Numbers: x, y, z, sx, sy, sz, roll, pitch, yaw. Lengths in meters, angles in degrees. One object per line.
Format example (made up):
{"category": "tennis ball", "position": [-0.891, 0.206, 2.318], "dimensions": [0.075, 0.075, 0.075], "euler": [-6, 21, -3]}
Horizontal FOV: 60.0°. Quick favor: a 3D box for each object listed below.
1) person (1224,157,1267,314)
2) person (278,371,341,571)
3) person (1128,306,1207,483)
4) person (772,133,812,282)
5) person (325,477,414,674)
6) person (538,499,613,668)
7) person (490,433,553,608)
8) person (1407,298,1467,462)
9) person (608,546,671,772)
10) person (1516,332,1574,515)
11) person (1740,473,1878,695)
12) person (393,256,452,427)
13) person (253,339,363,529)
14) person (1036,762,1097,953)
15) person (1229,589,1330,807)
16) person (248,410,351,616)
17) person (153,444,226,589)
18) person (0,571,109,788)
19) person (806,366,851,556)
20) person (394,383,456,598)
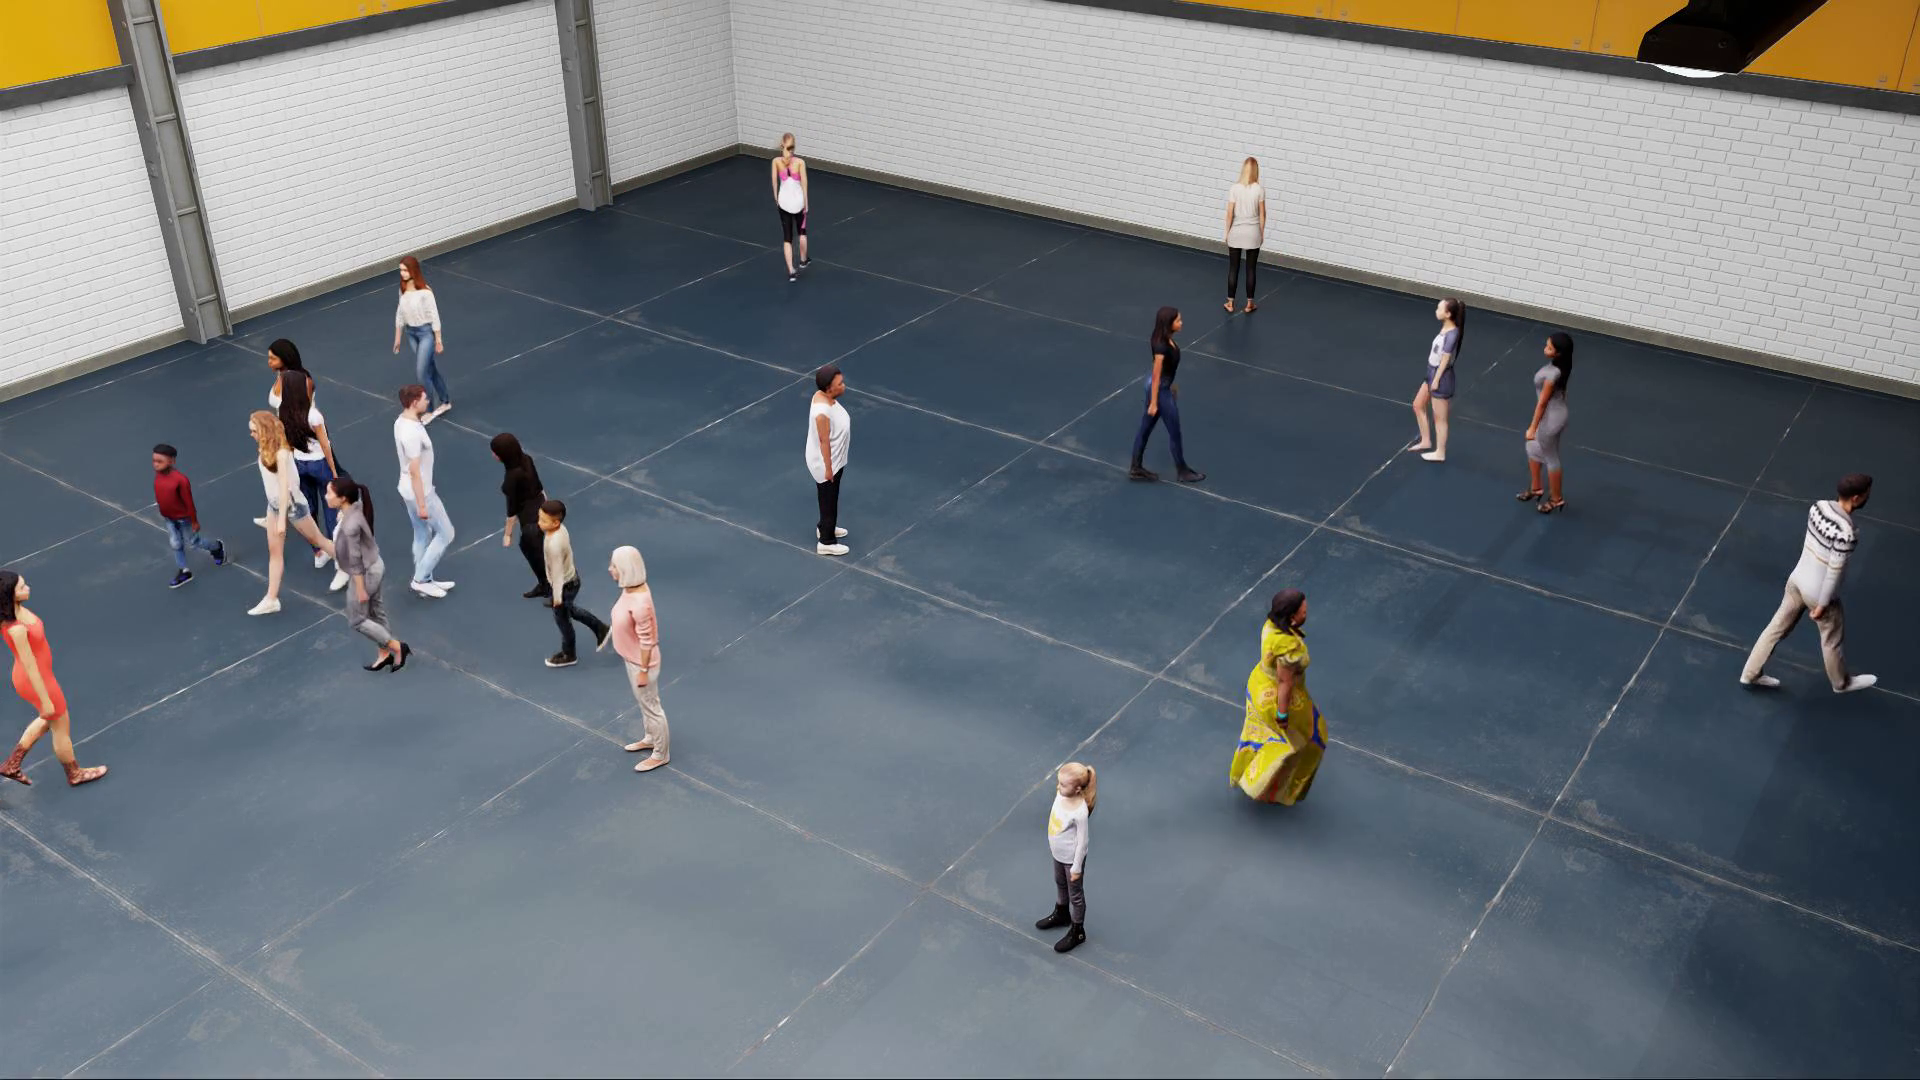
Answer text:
{"category": "person", "position": [3.292, -3.513, 19.206], "dimensions": [0.672, 1.823, 0.664], "euler": [5, 29, 9]}
{"category": "person", "position": [-5.394, -0.575, 13.869], "dimensions": [0.641, 1.776, 0.604], "euler": [9, 30, 17]}
{"category": "person", "position": [1.741, -1.324, 15.310], "dimensions": [0.927, 1.712, 0.982], "euler": [4, 29, 6]}
{"category": "person", "position": [-2.070, -4.015, 20.191], "dimensions": [0.877, 1.762, 1.048], "euler": [3, 29, 6]}
{"category": "person", "position": [-4.358, 0.275, 12.425], "dimensions": [0.843, 1.668, 0.781], "euler": [-4, 29, -7]}
{"category": "person", "position": [-2.930, 0.320, 12.569], "dimensions": [0.888, 1.449, 0.824], "euler": [-5, 29, -9]}
{"category": "person", "position": [-3.351, -0.158, 13.283], "dimensions": [0.813, 1.606, 0.745], "euler": [6, 29, 12]}
{"category": "person", "position": [4.628, -1.500, 15.709], "dimensions": [0.766, 1.638, 0.661], "euler": [5, 29, 9]}
{"category": "person", "position": [-2.187, 0.796, 11.410], "dimensions": [0.693, 1.724, 0.676], "euler": [-11, 30, -19]}
{"category": "person", "position": [5.272, -1.014, 14.698], "dimensions": [0.729, 1.754, 0.639], "euler": [21, 35, 33]}
{"category": "person", "position": [6.159, 0.346, 12.136], "dimensions": [1.185, 1.819, 1.180], "euler": [-2, 29, -4]}
{"category": "person", "position": [-5.301, -2.045, 16.633], "dimensions": [0.575, 1.711, 0.760], "euler": [18, 33, 30]}
{"category": "person", "position": [-5.616, -0.921, 14.518], "dimensions": [1.199, 1.762, 0.803], "euler": [-25, 37, -37]}
{"category": "person", "position": [0.658, 1.860, 9.925], "dimensions": [0.614, 1.279, 0.574], "euler": [-13, 31, -22]}
{"category": "person", "position": [2.016, 1.066, 11.000], "dimensions": [0.995, 1.644, 0.941], "euler": [-2, 29, -3]}
{"category": "person", "position": [-5.289, -0.263, 13.369], "dimensions": [0.692, 1.708, 1.188], "euler": [23, 36, 36]}
{"category": "person", "position": [-6.431, -0.233, 13.802], "dimensions": [0.614, 1.241, 0.795], "euler": [11, 30, 19]}
{"category": "person", "position": [-6.243, 0.981, 11.090], "dimensions": [0.936, 1.706, 0.742], "euler": [-20, 35, -32]}
{"category": "person", "position": [-1.115, -0.701, 14.198], "dimensions": [0.826, 1.683, 0.748], "euler": [-1, 29, -3]}
{"category": "person", "position": [-4.457, -0.360, 13.412], "dimensions": [0.808, 1.837, 0.798], "euler": [-14, 31, -23]}
